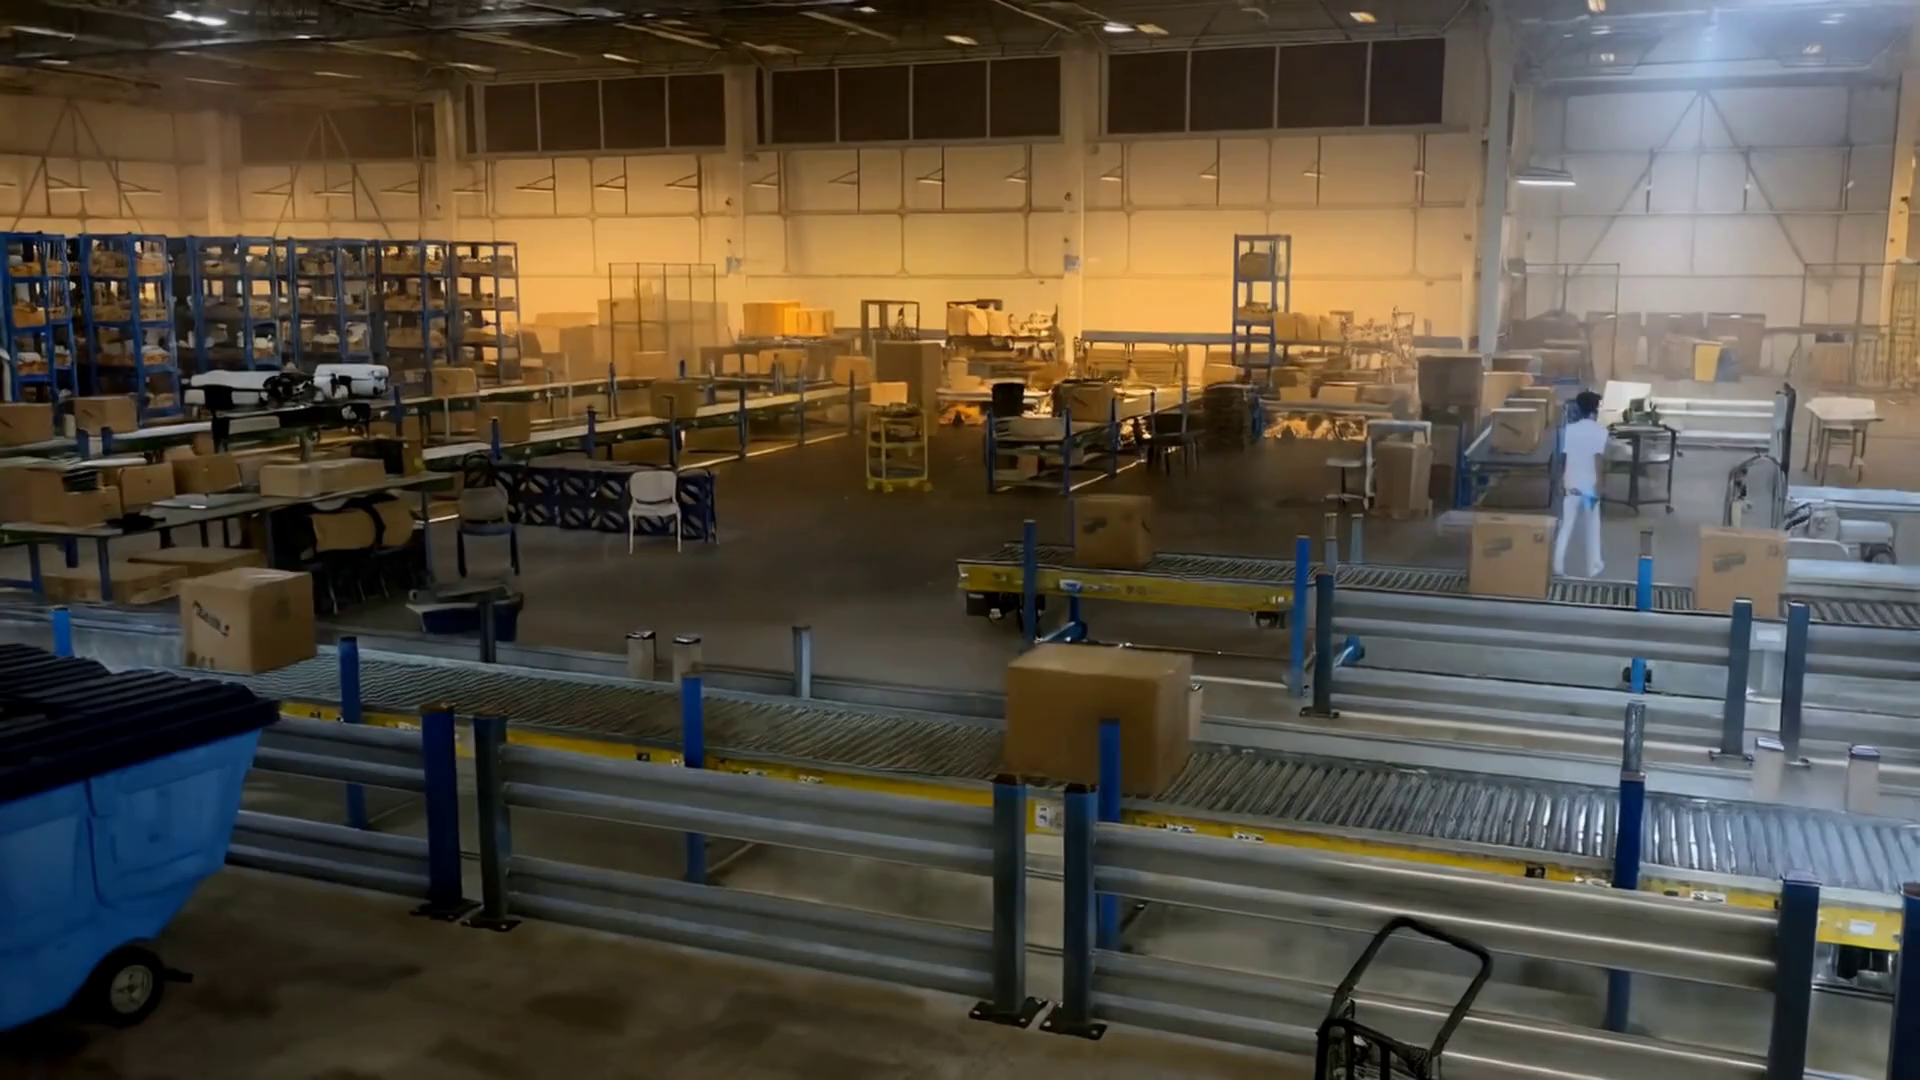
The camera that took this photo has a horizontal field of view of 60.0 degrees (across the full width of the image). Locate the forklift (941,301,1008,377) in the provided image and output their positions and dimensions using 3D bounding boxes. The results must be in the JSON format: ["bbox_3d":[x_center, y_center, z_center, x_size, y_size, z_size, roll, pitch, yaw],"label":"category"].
[{"bbox_3d":[0.365,-4.966,41.571,1.157,1.987,2.680,3,10,20],"label":"forklift"}]

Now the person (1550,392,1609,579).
[{"bbox_3d":[5.990,-0.498,15.972,0.918,1.820,0.544,-8,12,-39],"label":"person"}]

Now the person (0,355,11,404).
[{"bbox_3d":[-15.196,-2.217,26.123,0.644,1.908,0.408,4,10,22],"label":"person"}]

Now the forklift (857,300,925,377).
[{"bbox_3d":[-1.732,-5.109,42.468,1.157,1.987,2.680,4,10,22],"label":"forklift"}]

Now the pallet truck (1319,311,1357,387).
[{"bbox_3d":[9.071,-4.419,39.190,0.823,1.965,1.885,5,10,26],"label":"pallet truck"}]

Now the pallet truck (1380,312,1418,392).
[{"bbox_3d":[10.207,-4.283,38.369,0.823,1.965,1.885,3,10,20],"label":"pallet truck"}]

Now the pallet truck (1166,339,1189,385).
[{"bbox_3d":[5.418,-4.269,40.420,0.704,1.261,1.522,3,10,20],"label":"pallet truck"}]

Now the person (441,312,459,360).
[{"bbox_3d":[-14.091,-5.505,45.858,0.823,1.960,0.641,9,13,43],"label":"person"}]

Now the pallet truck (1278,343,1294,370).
[{"bbox_3d":[7.886,-4.163,39.743,0.653,1.274,1.630,4,10,22],"label":"pallet truck"}]

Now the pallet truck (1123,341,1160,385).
[{"bbox_3d":[4.445,-4.380,41.279,0.680,1.201,1.601,4,10,22],"label":"pallet truck"}]
